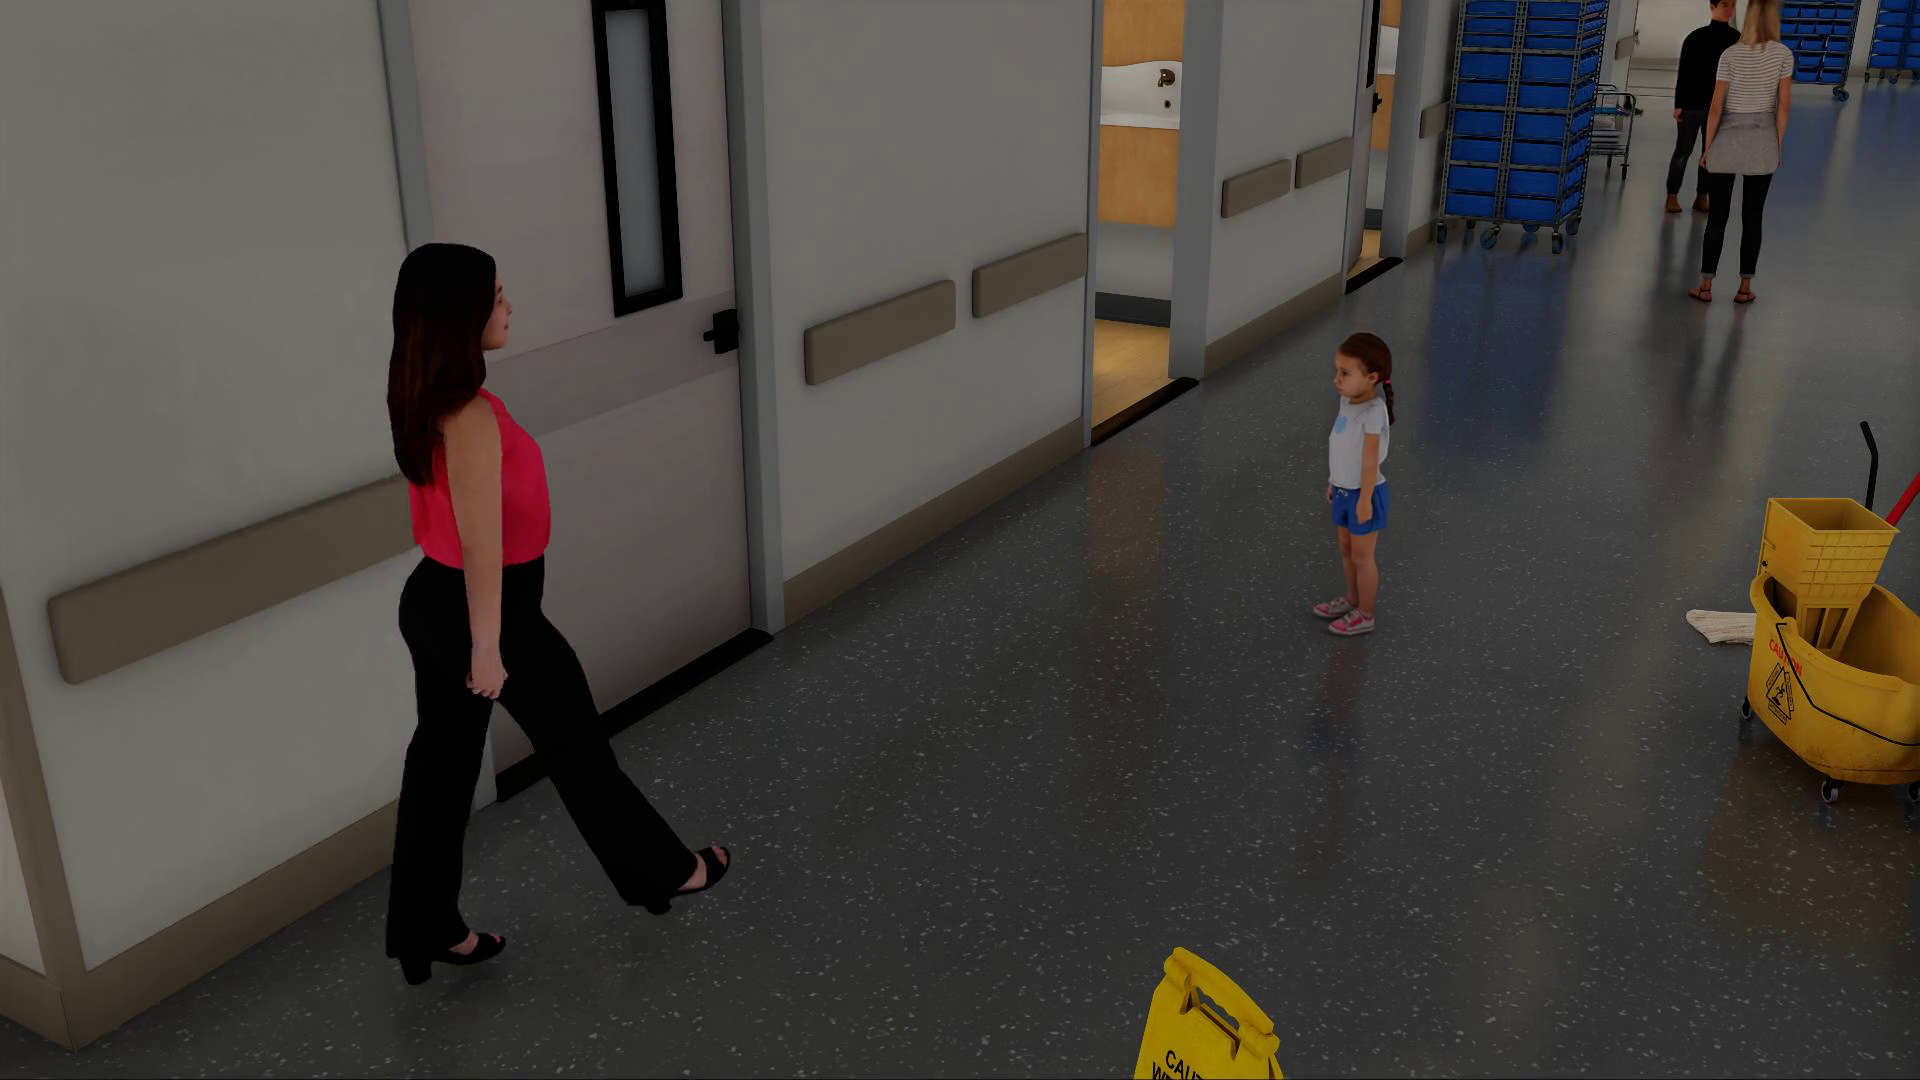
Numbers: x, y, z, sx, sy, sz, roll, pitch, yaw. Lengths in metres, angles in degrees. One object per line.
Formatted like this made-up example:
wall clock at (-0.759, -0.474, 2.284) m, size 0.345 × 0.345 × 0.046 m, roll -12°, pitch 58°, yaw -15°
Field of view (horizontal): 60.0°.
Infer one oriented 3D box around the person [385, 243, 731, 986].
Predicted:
person at (-1.078, 0.223, 3.524) m, size 1.099 × 1.625 × 0.851 m, roll -15°, pitch 25°, yaw -34°

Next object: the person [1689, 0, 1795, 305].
person at (4.729, -2.351, 10.038) m, size 0.640 × 1.824 × 0.586 m, roll 7°, pitch 22°, yaw 18°

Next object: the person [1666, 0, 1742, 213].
person at (5.876, -3.464, 13.123) m, size 0.725 × 1.721 × 0.711 m, roll 1°, pitch 21°, yaw 2°

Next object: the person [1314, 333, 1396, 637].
person at (1.315, -0.184, 5.460) m, size 0.541 × 1.016 × 0.473 m, roll -3°, pitch 21°, yaw -8°
